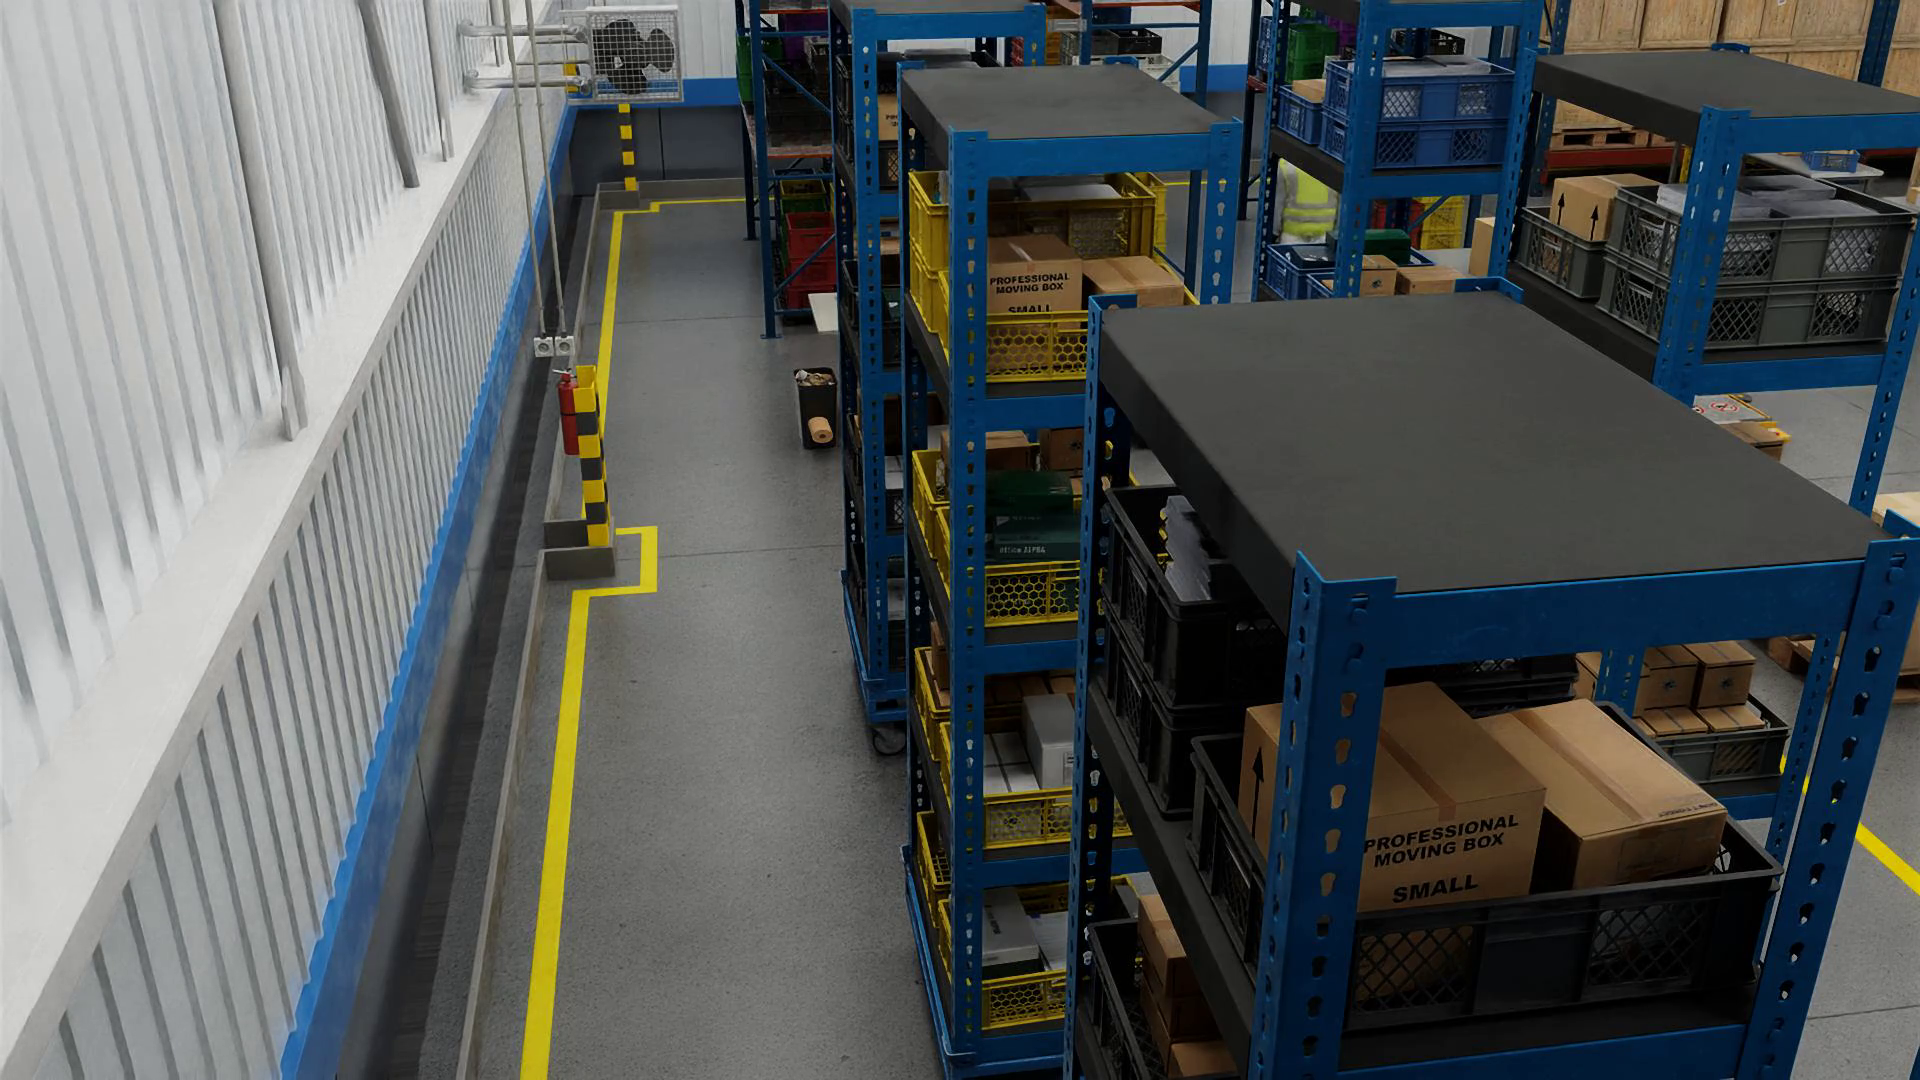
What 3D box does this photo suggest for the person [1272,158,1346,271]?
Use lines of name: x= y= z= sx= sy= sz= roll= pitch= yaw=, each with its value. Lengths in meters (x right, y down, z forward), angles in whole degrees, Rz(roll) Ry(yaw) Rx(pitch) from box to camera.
person: x=2.947 y=-2.644 z=14.150 sx=0.625 sy=1.840 sz=0.430 roll=1 pitch=25 yaw=3
